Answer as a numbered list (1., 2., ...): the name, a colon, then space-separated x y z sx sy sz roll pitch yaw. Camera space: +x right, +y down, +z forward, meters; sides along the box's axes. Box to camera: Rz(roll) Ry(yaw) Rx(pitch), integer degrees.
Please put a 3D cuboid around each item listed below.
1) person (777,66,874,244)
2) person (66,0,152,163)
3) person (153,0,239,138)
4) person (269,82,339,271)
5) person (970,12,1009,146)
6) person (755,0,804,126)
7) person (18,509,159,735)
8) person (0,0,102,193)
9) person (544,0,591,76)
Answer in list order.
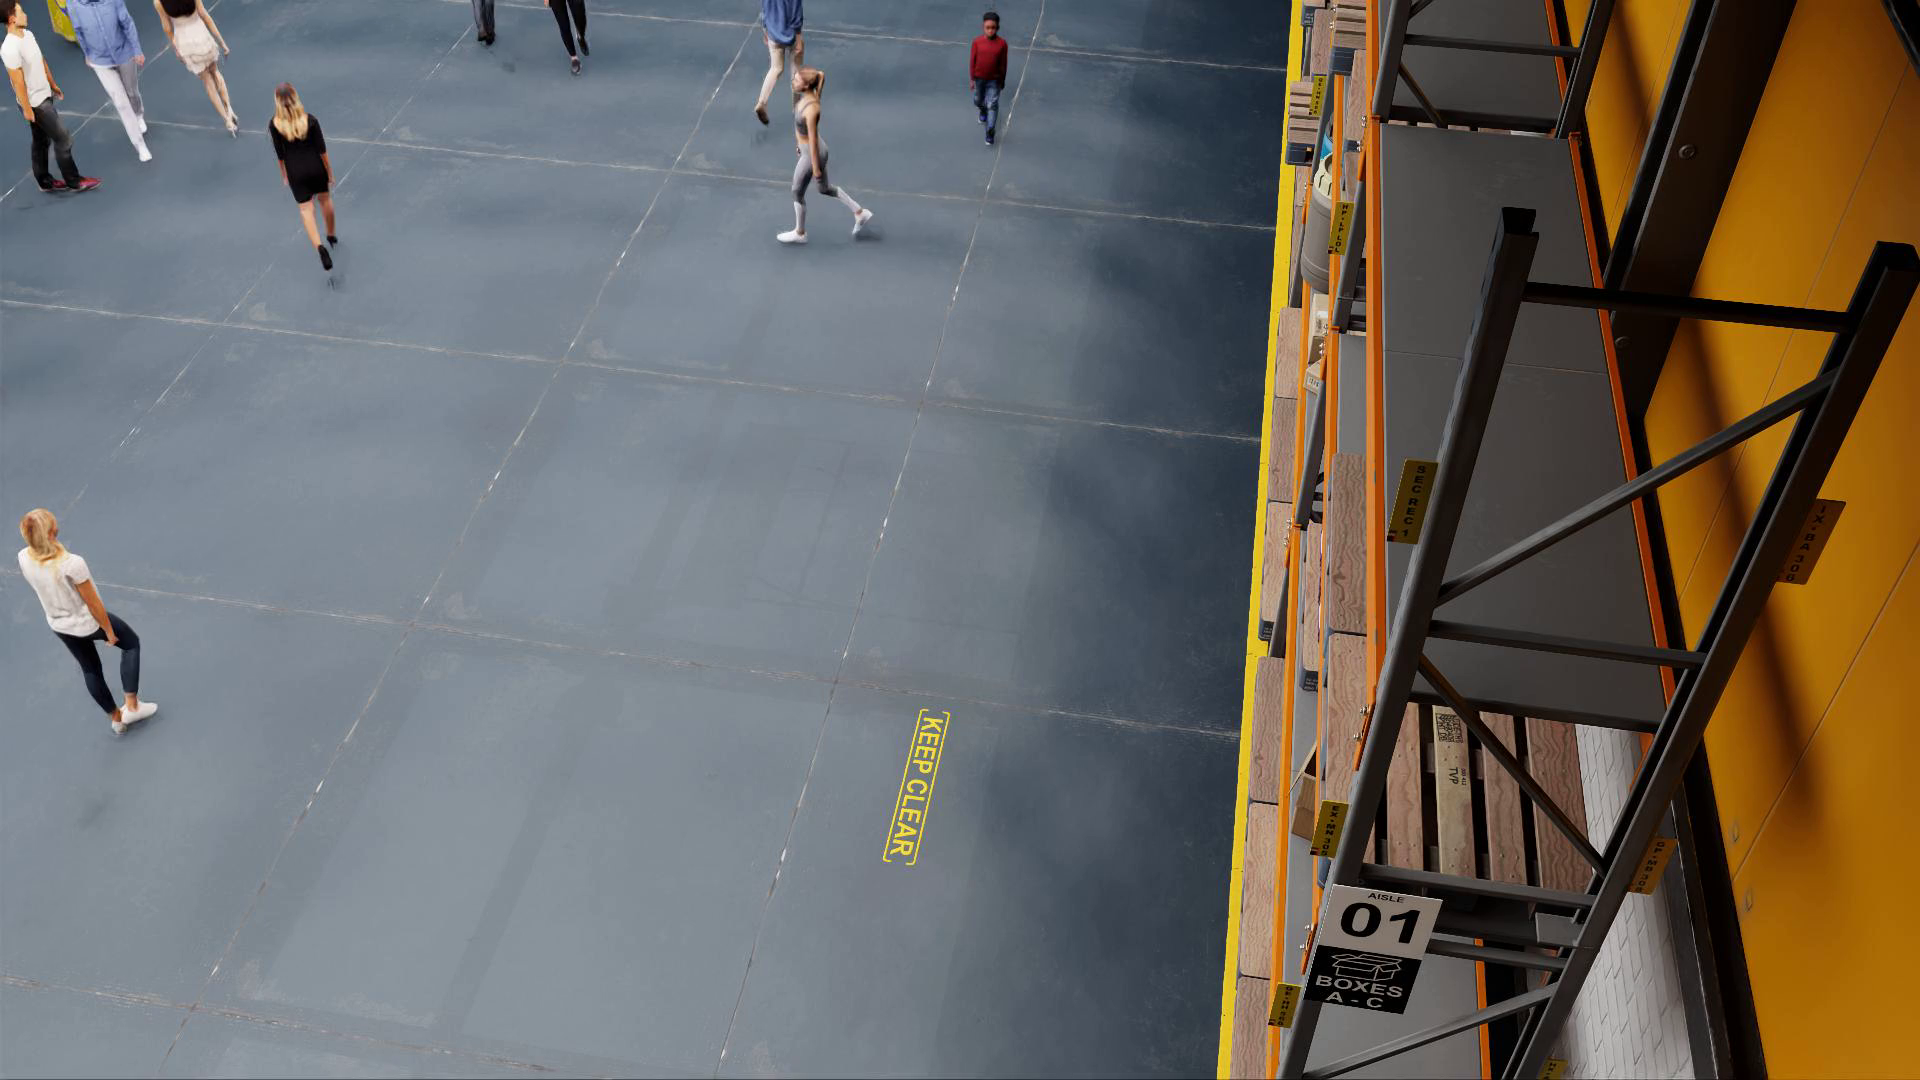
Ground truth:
1. person: -1.182 -3.299 14.312 0.737 1.677 1.047 0 44 0
2. person: -7.904 -4.530 15.493 1.137 1.831 1.251 -19 47 -19
3. person: -7.153 -4.556 15.611 0.781 1.705 0.825 -16 46 -16
4. person: -5.521 -3.045 14.064 0.875 1.652 1.067 -13 45 -13
5. person: 0.263 -4.439 15.824 0.497 1.242 0.771 7 44 7
6. person: -1.720 -4.732 15.823 0.811 1.679 1.054 20 47 20
7. person: -5.397 0.582 10.153 0.632 1.796 0.608 3 44 3
8. person: -8.350 -3.915 14.902 0.912 1.766 0.870 -3 44 -3
9. person: -3.969 -5.527 16.652 0.705 1.686 0.787 -7 44 -7
